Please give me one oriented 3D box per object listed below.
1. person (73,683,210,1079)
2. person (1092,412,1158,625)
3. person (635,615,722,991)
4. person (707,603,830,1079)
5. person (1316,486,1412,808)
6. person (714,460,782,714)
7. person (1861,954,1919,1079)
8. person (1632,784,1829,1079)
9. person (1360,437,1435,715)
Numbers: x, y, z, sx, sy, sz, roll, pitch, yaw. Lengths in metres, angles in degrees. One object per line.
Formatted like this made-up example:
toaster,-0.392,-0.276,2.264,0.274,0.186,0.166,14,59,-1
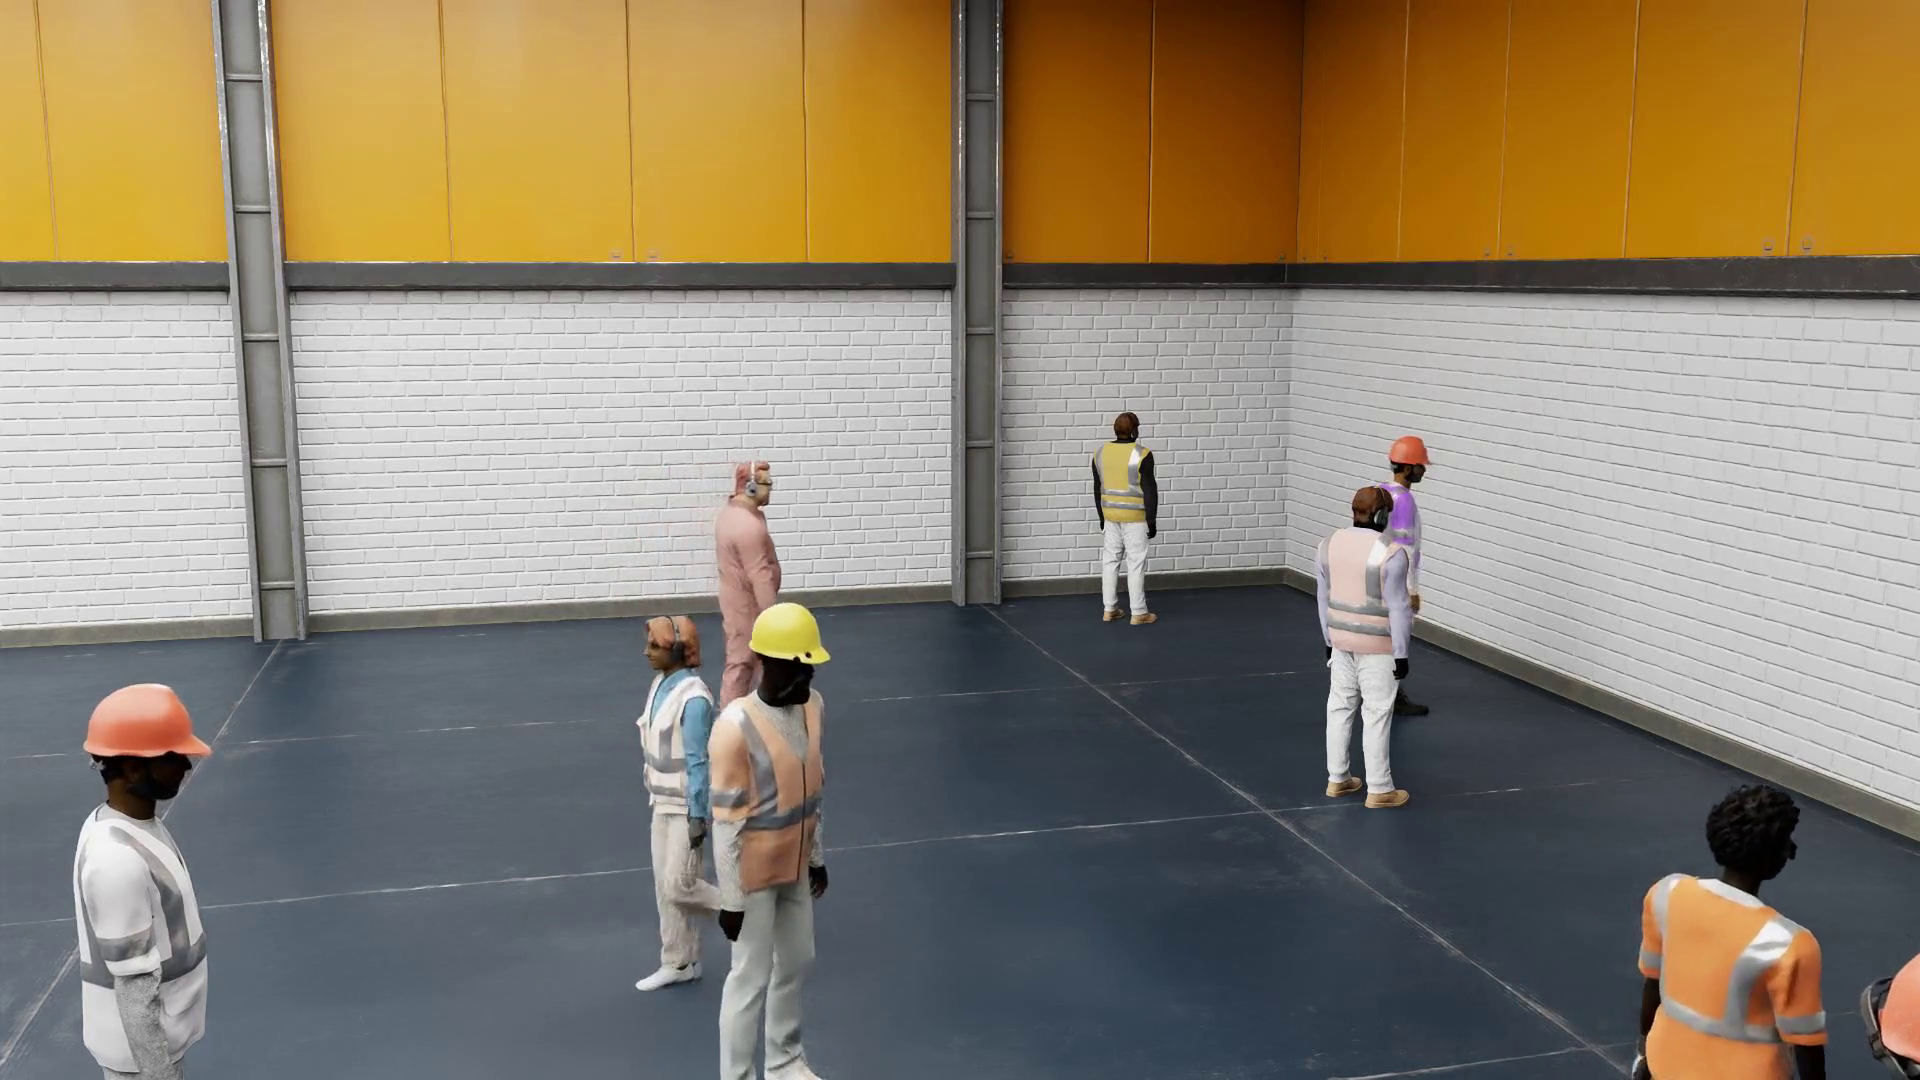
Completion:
person,-2.206,1.345,4.576,0.359,1.936,0.544,-5,10,-26
person,1.454,-0.189,14.437,0.627,1.847,0.429,7,12,38
person,-1.117,1.106,7.009,0.467,1.631,0.523,-5,10,-29
person,-0.638,1.154,5.893,0.446,1.906,0.594,5,10,28
person,2.329,0.604,9.514,0.429,1.839,0.623,-7,11,-37
person,-1.200,0.437,10.395,0.773,1.879,0.685,-3,9,-16
person,1.525,1.604,2.658,0.609,2.034,0.399,-7,12,-38
person,2.170,1.478,4.553,0.693,1.670,0.548,-4,10,-21
person,2.994,0.252,11.463,0.478,1.928,0.578,0,9,-1
